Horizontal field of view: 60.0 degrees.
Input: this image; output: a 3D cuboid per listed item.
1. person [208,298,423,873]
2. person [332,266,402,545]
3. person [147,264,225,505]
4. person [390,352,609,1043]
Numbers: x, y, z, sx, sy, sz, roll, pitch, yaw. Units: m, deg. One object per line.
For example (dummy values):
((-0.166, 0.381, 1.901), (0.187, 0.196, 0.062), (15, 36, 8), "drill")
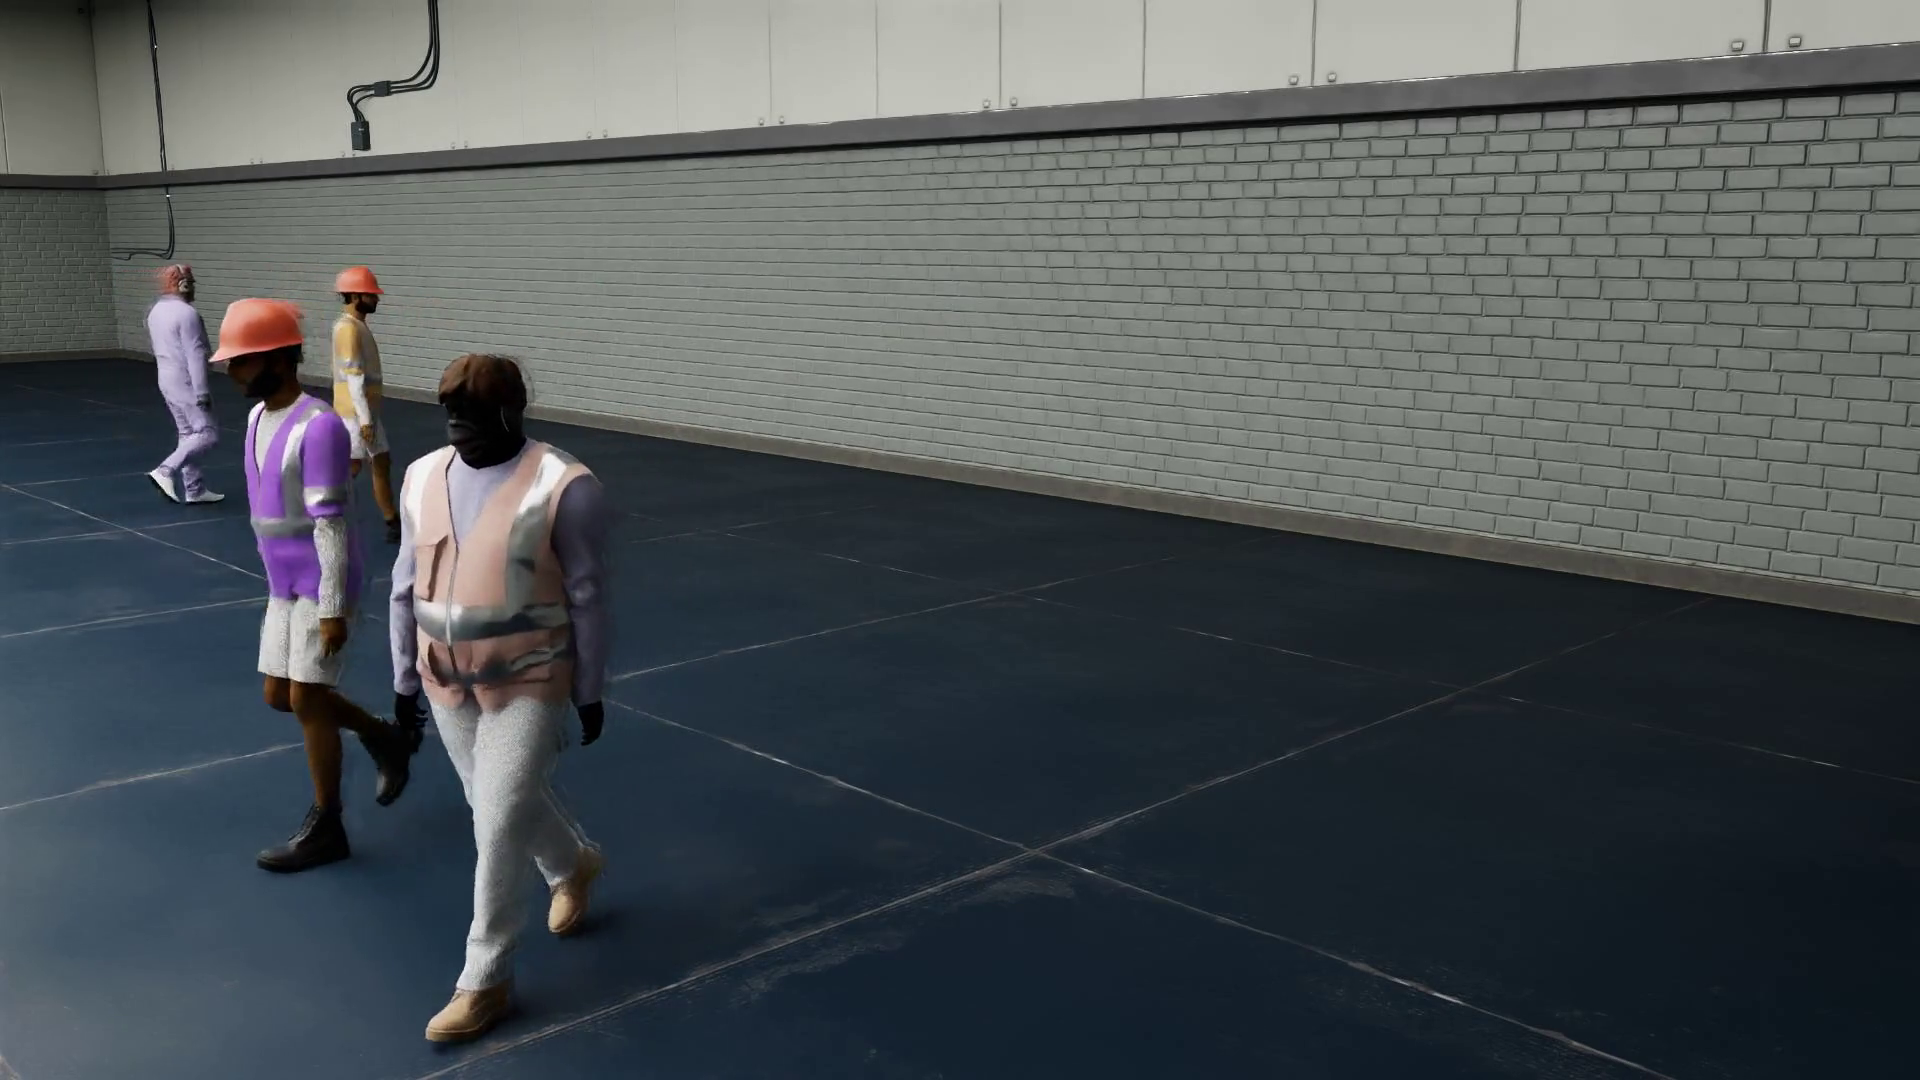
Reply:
((-2.162, 0.132, 5.660), (0.575, 1.912, 0.630), (9, 14, 41), "person")
((-4.078, -0.901, 11.330), (0.639, 1.931, 0.551), (-2, 11, -11), "person")
((-6.059, -1.189, 12.928), (0.660, 1.886, 0.545), (10, 14, 42), "person")
((-1.270, 0.368, 4.669), (0.635, 1.809, 0.904), (4, 11, 20), "person")
